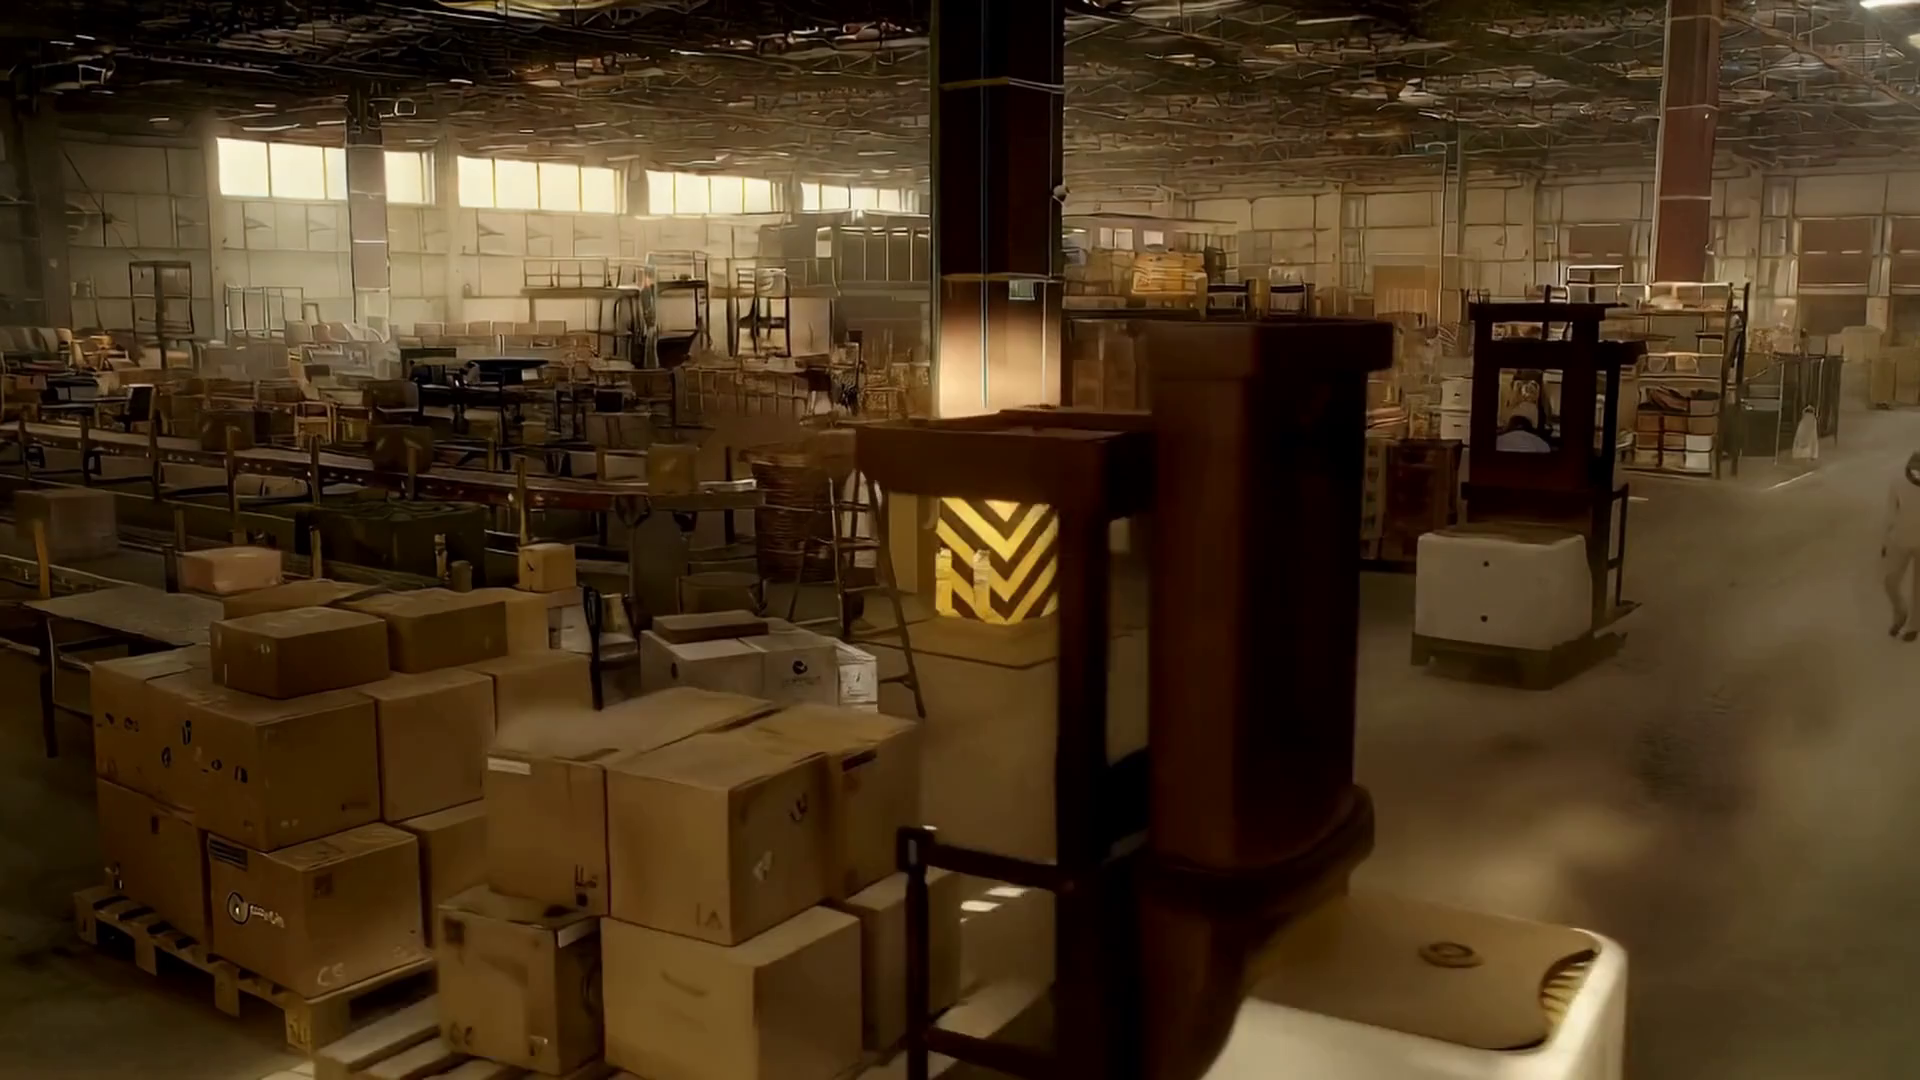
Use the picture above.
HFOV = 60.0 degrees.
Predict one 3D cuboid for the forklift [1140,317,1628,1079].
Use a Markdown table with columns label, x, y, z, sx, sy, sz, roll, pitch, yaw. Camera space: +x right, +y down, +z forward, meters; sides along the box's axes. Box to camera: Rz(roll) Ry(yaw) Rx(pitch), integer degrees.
| label | x | y | z | sx | sy | sz | roll | pitch | yaw |
| --- | --- | --- | --- | --- | --- | --- | --- | --- | --- |
| forklift | 0.856 | 0.773 | 4.690 | 1.873 | 2.768 | 1.129 | 5 | 10 | 30 |

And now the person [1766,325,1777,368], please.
| label | x | y | z | sx | sy | sz | roll | pitch | yaw |
| --- | --- | --- | --- | --- | --- | --- | --- | --- | --- |
| person | 31.574 | -7.523 | 64.628 | 0.353 | 1.690 | 0.575 | 4 | 9 | 24 |

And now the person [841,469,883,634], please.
| label | x | y | z | sx | sy | sz | roll | pitch | yaw |
| --- | --- | --- | --- | --- | --- | --- | --- | --- | --- |
| person | -0.839 | -0.048 | 14.253 | 0.331 | 1.689 | 0.544 | -4 | 9 | -25 |

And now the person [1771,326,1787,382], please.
| label | x | y | z | sx | sy | sz | roll | pitch | yaw |
| --- | --- | --- | --- | --- | --- | --- | --- | --- | --- |
| person | 26.790 | -6.086 | 54.452 | 0.480 | 1.828 | 0.658 | 3 | 9 | 21 |

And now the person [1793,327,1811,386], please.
| label | x | y | z | sx | sy | sz | roll | pitch | yaw |
| --- | --- | --- | --- | --- | --- | --- | --- | --- | --- |
| person | 26.107 | -5.671 | 51.542 | 0.508 | 1.865 | 0.329 | -1 | 8 | -5 |

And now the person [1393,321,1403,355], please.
| label | x | y | z | sx | sy | sz | roll | pitch | yaw |
| --- | --- | --- | --- | --- | --- | --- | --- | --- | --- |
| person | 16.082 | -7.115 | 61.236 | 0.980 | 1.882 | 0.603 | -1 | 8 | -5 |

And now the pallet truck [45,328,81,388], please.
| label | x | y | z | sx | sy | sz | roll | pitch | yaw |
| --- | --- | --- | --- | --- | --- | --- | --- | --- | --- |
| pallet truck | -23.775 | -4.544 | 43.495 | 1.885 | 1.965 | 0.823 | 6 | 10 | 35 |

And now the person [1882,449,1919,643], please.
| label | x | y | z | sx | sy | sz | roll | pitch | yaw |
| --- | --- | --- | --- | --- | --- | --- | --- | --- | --- |
| person | 7.895 | 0.054 | 13.747 | 0.378 | 1.616 | 0.520 | -7 | 11 | -41 |

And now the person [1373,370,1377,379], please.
| label | x | y | z | sx | sy | sz | roll | pitch | yaw |
| --- | --- | --- | --- | --- | --- | --- | --- | --- | --- |
| person | 11.390 | -4.983 | 46.309 | 0.688 | 2.000 | 0.962 | 2 | 9 | 10 |

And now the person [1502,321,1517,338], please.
| label | x | y | z | sx | sy | sz | roll | pitch | yaw |
| --- | --- | --- | --- | --- | --- | --- | --- | --- | --- |
| person | 24.902 | -9.266 | 75.397 | 0.663 | 1.969 | 0.649 | 2 | 9 | 14 |

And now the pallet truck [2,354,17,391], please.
| label | x | y | z | sx | sy | sz | roll | pitch | yaw |
| --- | --- | --- | --- | --- | --- | --- | --- | --- | --- |
| pallet truck | -24.881 | -4.417 | 42.634 | 1.885 | 1.965 | 0.823 | 8 | 11 | 41 |

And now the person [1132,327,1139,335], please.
| label | x | y | z | sx | sy | sz | roll | pitch | yaw |
| --- | --- | --- | --- | --- | --- | --- | --- | --- | --- |
| person | 5.342 | -5.660 | 51.431 | 0.610 | 1.866 | 0.730 | -8 | 12 | -43 |

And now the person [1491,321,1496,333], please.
| label | x | y | z | sx | sy | sz | roll | pitch | yaw |
| --- | --- | --- | --- | --- | --- | --- | --- | --- | --- |
| person | 25.549 | -9.909 | 80.063 | 0.685 | 1.871 | 1.009 | -5 | 10 | -32 |

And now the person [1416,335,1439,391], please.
| label | x | y | z | sx | sy | sz | roll | pitch | yaw |
| --- | --- | --- | --- | --- | --- | --- | --- | --- | --- |
| person | 11.171 | -3.945 | 39.826 | 0.579 | 1.911 | 0.760 | 0 | 8 | 1 |

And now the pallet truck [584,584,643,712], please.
| label | x | y | z | sx | sy | sz | roll | pitch | yaw |
| --- | --- | --- | --- | --- | --- | --- | --- | --- | --- |
| pallet truck | -1.426 | 0.805 | 10.019 | 1.601 | 1.201 | 0.680 | -4 | 9 | -26 |

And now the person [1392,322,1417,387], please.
| label | x | y | z | sx | sy | sz | roll | pitch | yaw |
| --- | --- | --- | --- | --- | --- | --- | --- | --- | --- |
| person | 13.788 | -5.727 | 51.426 | 0.893 | 2.005 | 0.636 | 6 | 11 | 37 |

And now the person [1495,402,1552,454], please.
| label | x | y | z | sx | sy | sz | roll | pitch | yaw |
| --- | --- | --- | --- | --- | --- | --- | --- | --- | --- |
| person | 5.623 | -0.470 | 16.640 | 0.615 | 1.814 | 0.434 | 7 | 11 | 37 |

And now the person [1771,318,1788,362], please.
| label | x | y | z | sx | sy | sz | roll | pitch | yaw |
| --- | --- | --- | --- | --- | --- | --- | --- | --- | --- |
| person | 33.449 | -8.119 | 67.896 | 0.612 | 1.909 | 0.672 | 0 | 8 | 2 |

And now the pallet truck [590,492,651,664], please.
| label | x | y | z | sx | sy | sz | roll | pitch | yaw |
| --- | --- | --- | --- | --- | --- | --- | --- | --- | --- |
| pallet truck | -3.115 | 0.344 | 12.883 | 0.653 | 1.274 | 1.630 | 7 | 11 | 37 |

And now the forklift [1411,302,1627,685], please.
| label | x | y | z | sx | sy | sz | roll | pitch | yaw |
| --- | --- | --- | --- | --- | --- | --- | --- | --- | --- |
| forklift | 4.379 | -0.438 | 12.852 | 1.129 | 2.768 | 1.873 | 7 | 11 | 37 |
